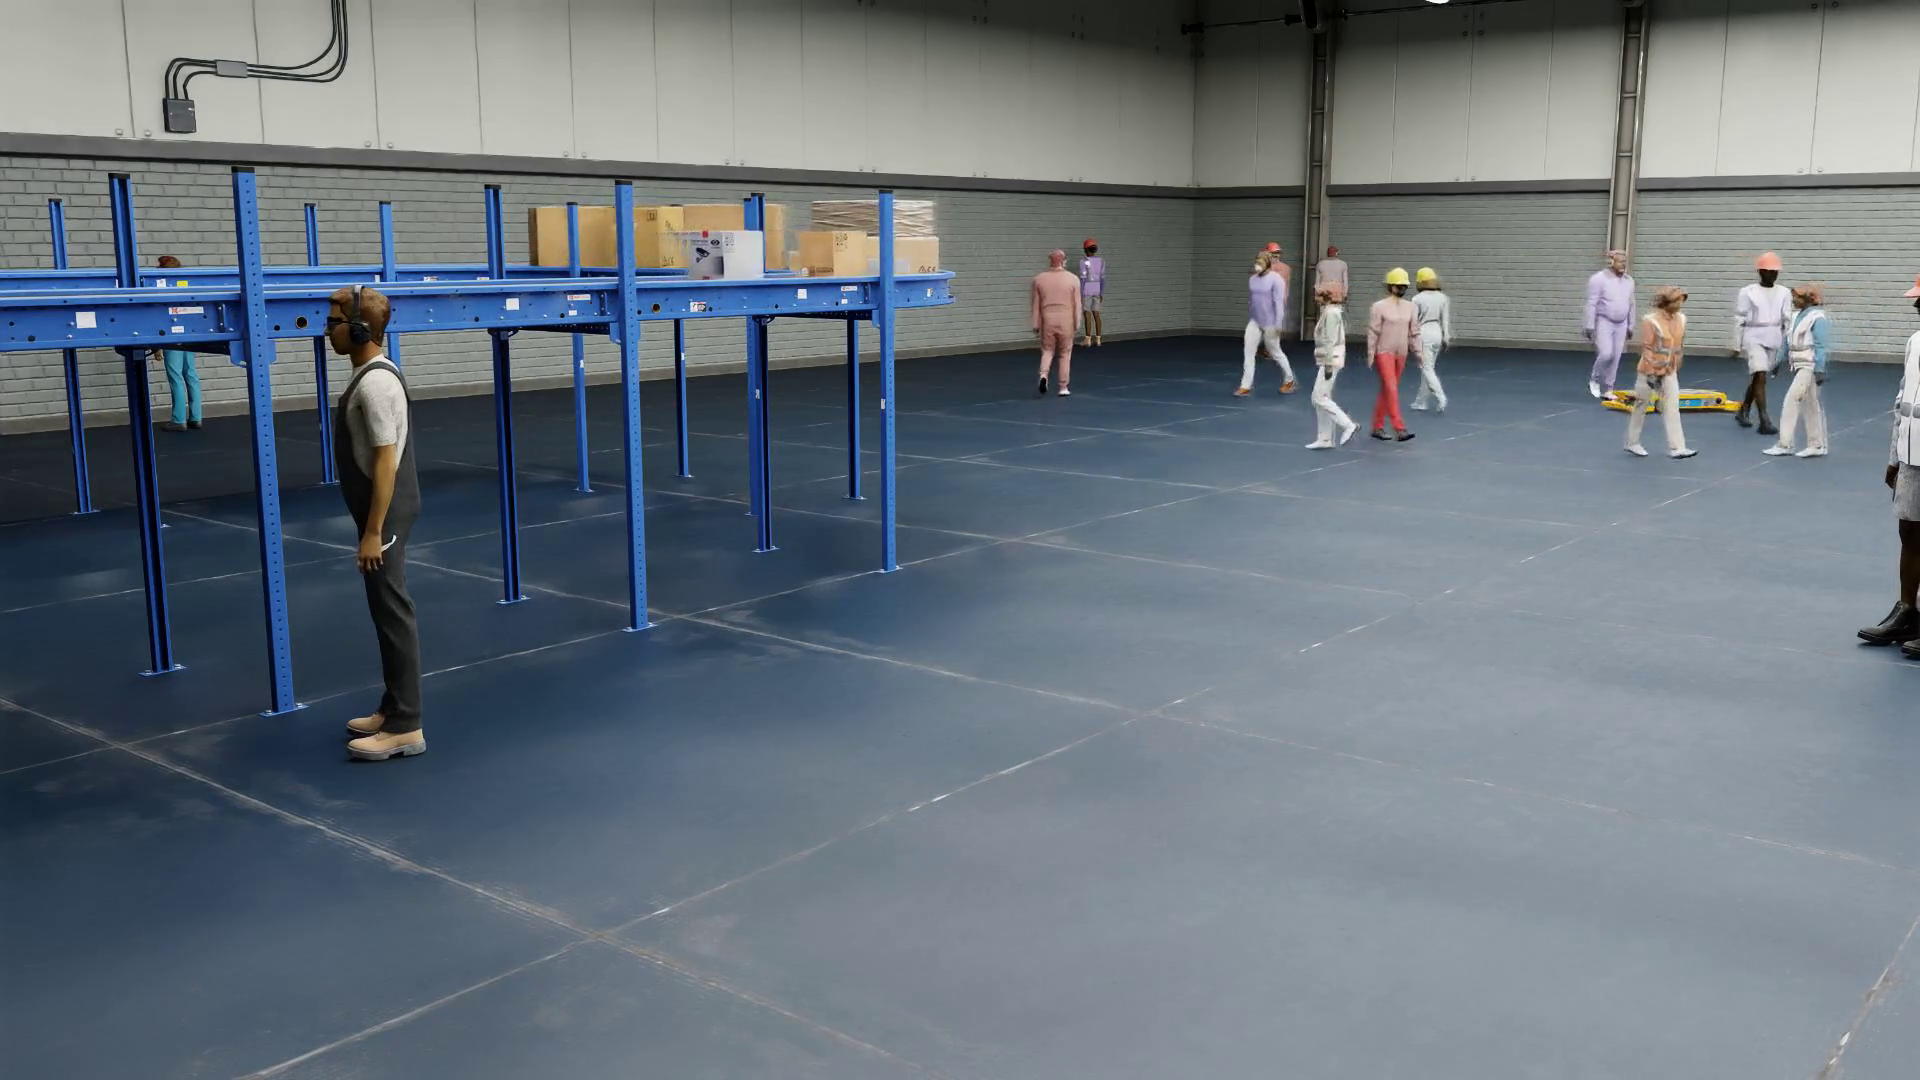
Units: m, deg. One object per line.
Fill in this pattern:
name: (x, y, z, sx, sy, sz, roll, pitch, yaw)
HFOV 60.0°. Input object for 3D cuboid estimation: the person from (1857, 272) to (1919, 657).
person: (4.734, -0.401, 8.111, 0.352, 1.934, 0.552, -2, 10, -10)

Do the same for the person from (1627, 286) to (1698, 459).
person: (6.498, -1.538, 15.345, 0.521, 1.585, 0.846, -3, 11, -17)

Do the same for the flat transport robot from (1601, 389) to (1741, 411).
flat transport robot: (8.519, -1.678, 19.916, 1.431, 0.197, 0.652, -2, 10, -9)

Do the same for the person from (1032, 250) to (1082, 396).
person: (1.260, -2.807, 21.583, 0.649, 1.893, 0.476, 3, 11, 17)

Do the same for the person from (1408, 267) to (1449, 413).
person: (5.566, -2.367, 19.665, 0.494, 1.707, 0.836, -3, 11, -17)

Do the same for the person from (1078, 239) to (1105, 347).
person: (2.473, -4.710, 31.693, 0.616, 2.040, 0.381, -8, 13, -36)

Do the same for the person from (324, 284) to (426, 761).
person: (-2.298, -0.072, 6.539, 0.344, 1.847, 0.504, -3, 11, -17)

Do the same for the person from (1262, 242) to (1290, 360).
person: (5.293, -4.041, 28.160, 0.622, 1.981, 0.664, -3, 11, -18)

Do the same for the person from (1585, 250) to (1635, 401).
person: (8.247, -2.709, 21.019, 0.675, 1.891, 0.427, -3, 11, -17)

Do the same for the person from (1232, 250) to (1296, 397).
person: (4.026, -2.827, 21.701, 0.988, 1.897, 0.631, -8, 13, -36)

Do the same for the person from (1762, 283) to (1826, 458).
person: (7.765, -1.567, 15.473, 0.736, 1.609, 0.513, 1, 10, 5)

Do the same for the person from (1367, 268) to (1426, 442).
person: (4.387, -1.834, 16.605, 0.545, 1.724, 0.877, -4, 11, -23)

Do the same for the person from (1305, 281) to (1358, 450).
person: (3.566, -1.672, 16.004, 0.413, 1.622, 0.526, 2, 10, 8)

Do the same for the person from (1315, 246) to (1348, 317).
person: (7.367, -4.878, 33.008, 0.651, 1.904, 0.401, 3, 11, 17)

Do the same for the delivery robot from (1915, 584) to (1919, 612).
delivery robot: (4.954, 0.258, 8.144, 0.477, 0.478, 0.707, 1, 10, 5)

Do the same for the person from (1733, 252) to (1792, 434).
person: (8.547, -2.113, 17.729, 0.556, 1.896, 0.970, 0, 10, -2)

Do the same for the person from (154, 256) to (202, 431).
person: (-8.354, -2.101, 17.770, 0.390, 1.850, 0.565, 3, 11, 16)
